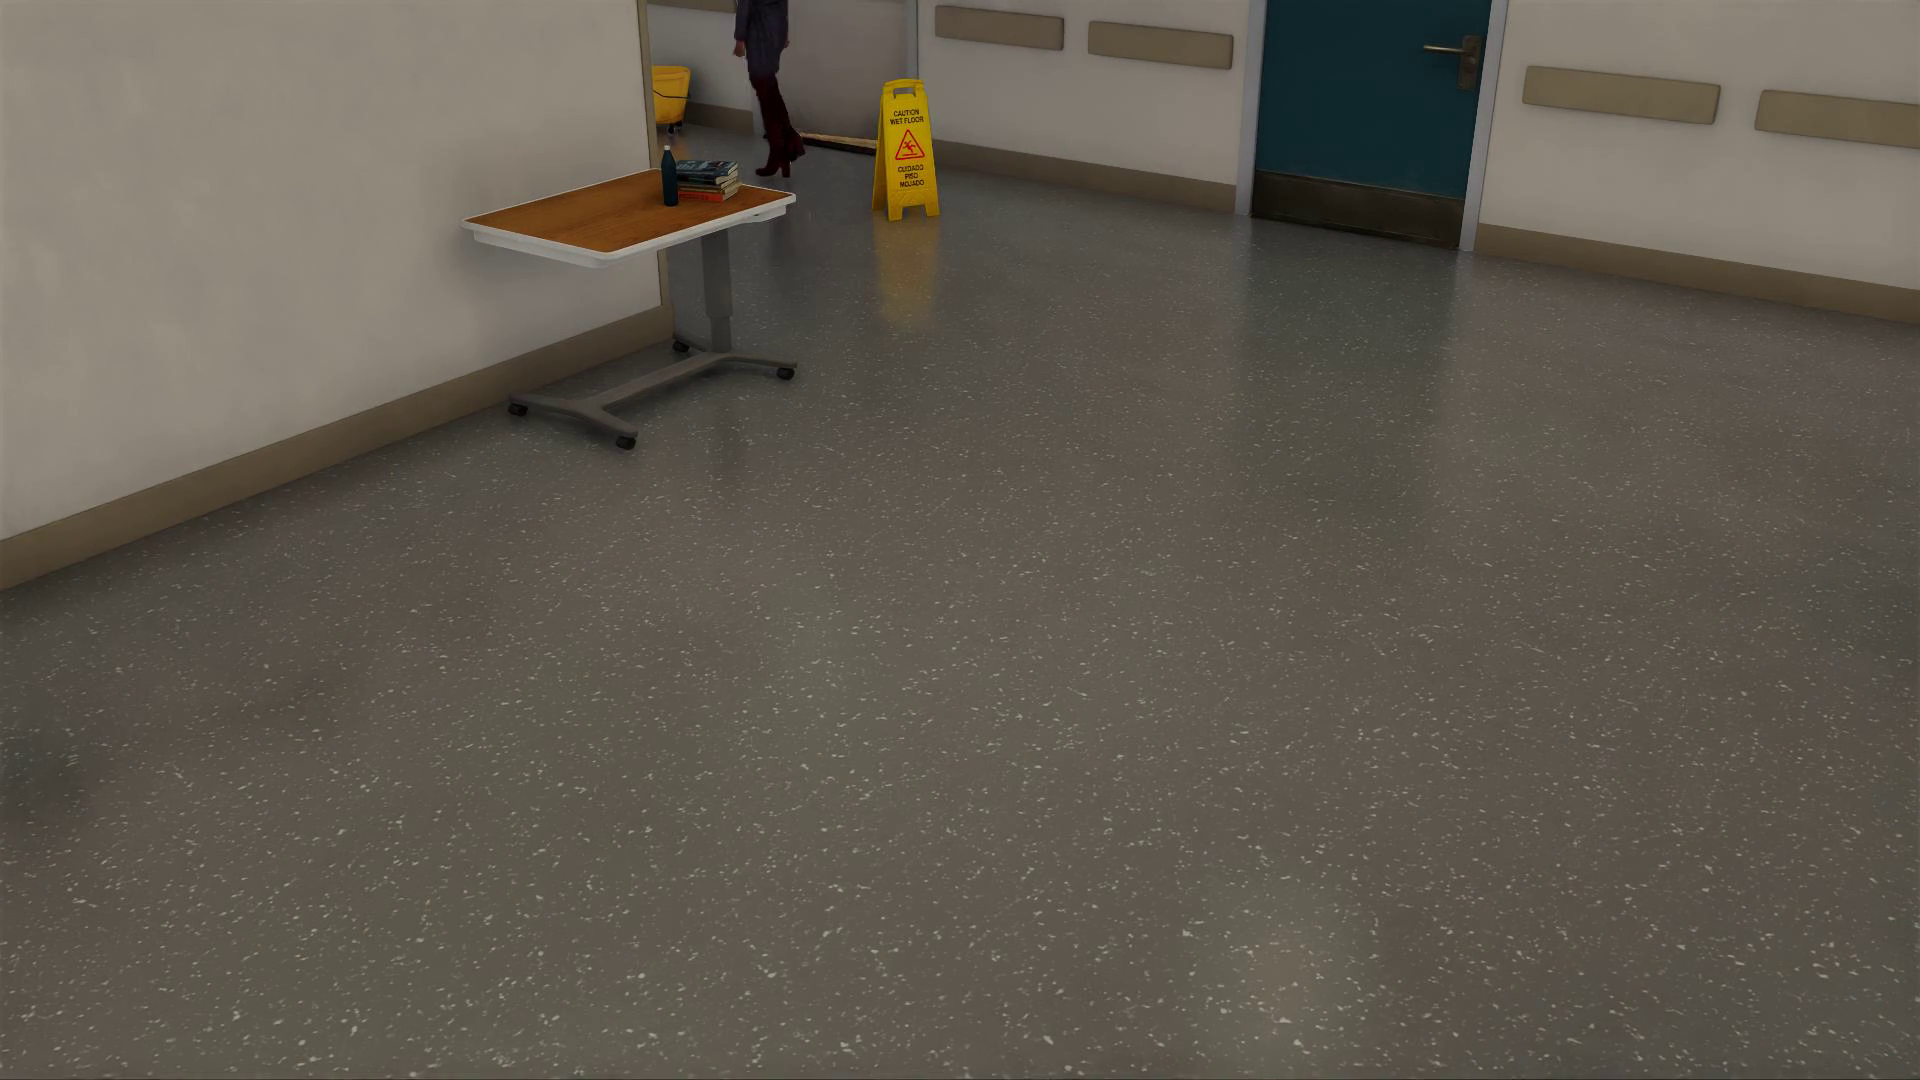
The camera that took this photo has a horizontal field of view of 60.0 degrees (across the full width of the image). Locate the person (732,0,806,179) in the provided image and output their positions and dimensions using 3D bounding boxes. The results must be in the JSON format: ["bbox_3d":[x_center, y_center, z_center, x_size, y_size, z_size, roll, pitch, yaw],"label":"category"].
[{"bbox_3d":[-1.102,-3.035,10.059,0.690,1.699,0.668,11,28,22],"label":"person"}]
